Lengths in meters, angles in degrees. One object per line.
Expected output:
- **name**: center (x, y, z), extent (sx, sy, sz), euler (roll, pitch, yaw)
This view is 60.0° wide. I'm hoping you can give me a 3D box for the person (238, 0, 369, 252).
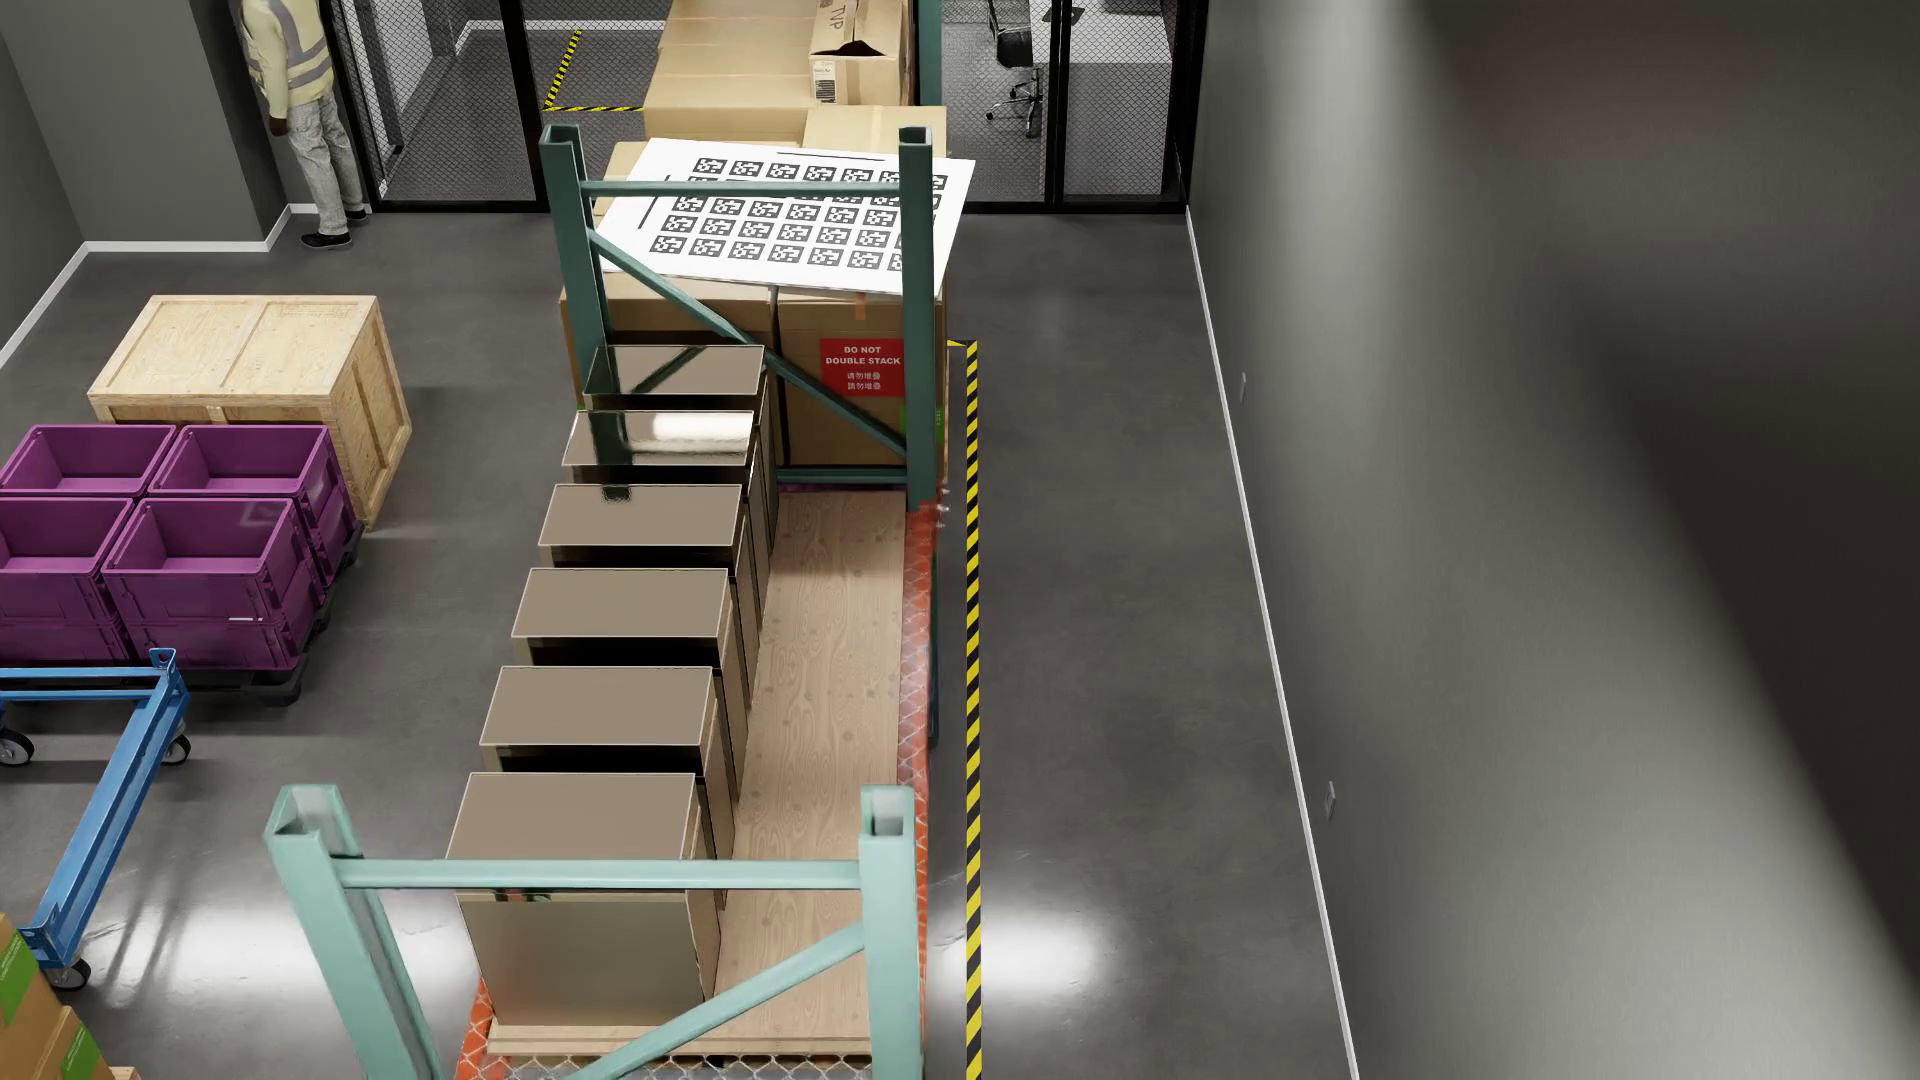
- **person**: center (-3.480, -2.387, 8.693), extent (0.404, 1.835, 0.586), euler (6, 41, 6)
